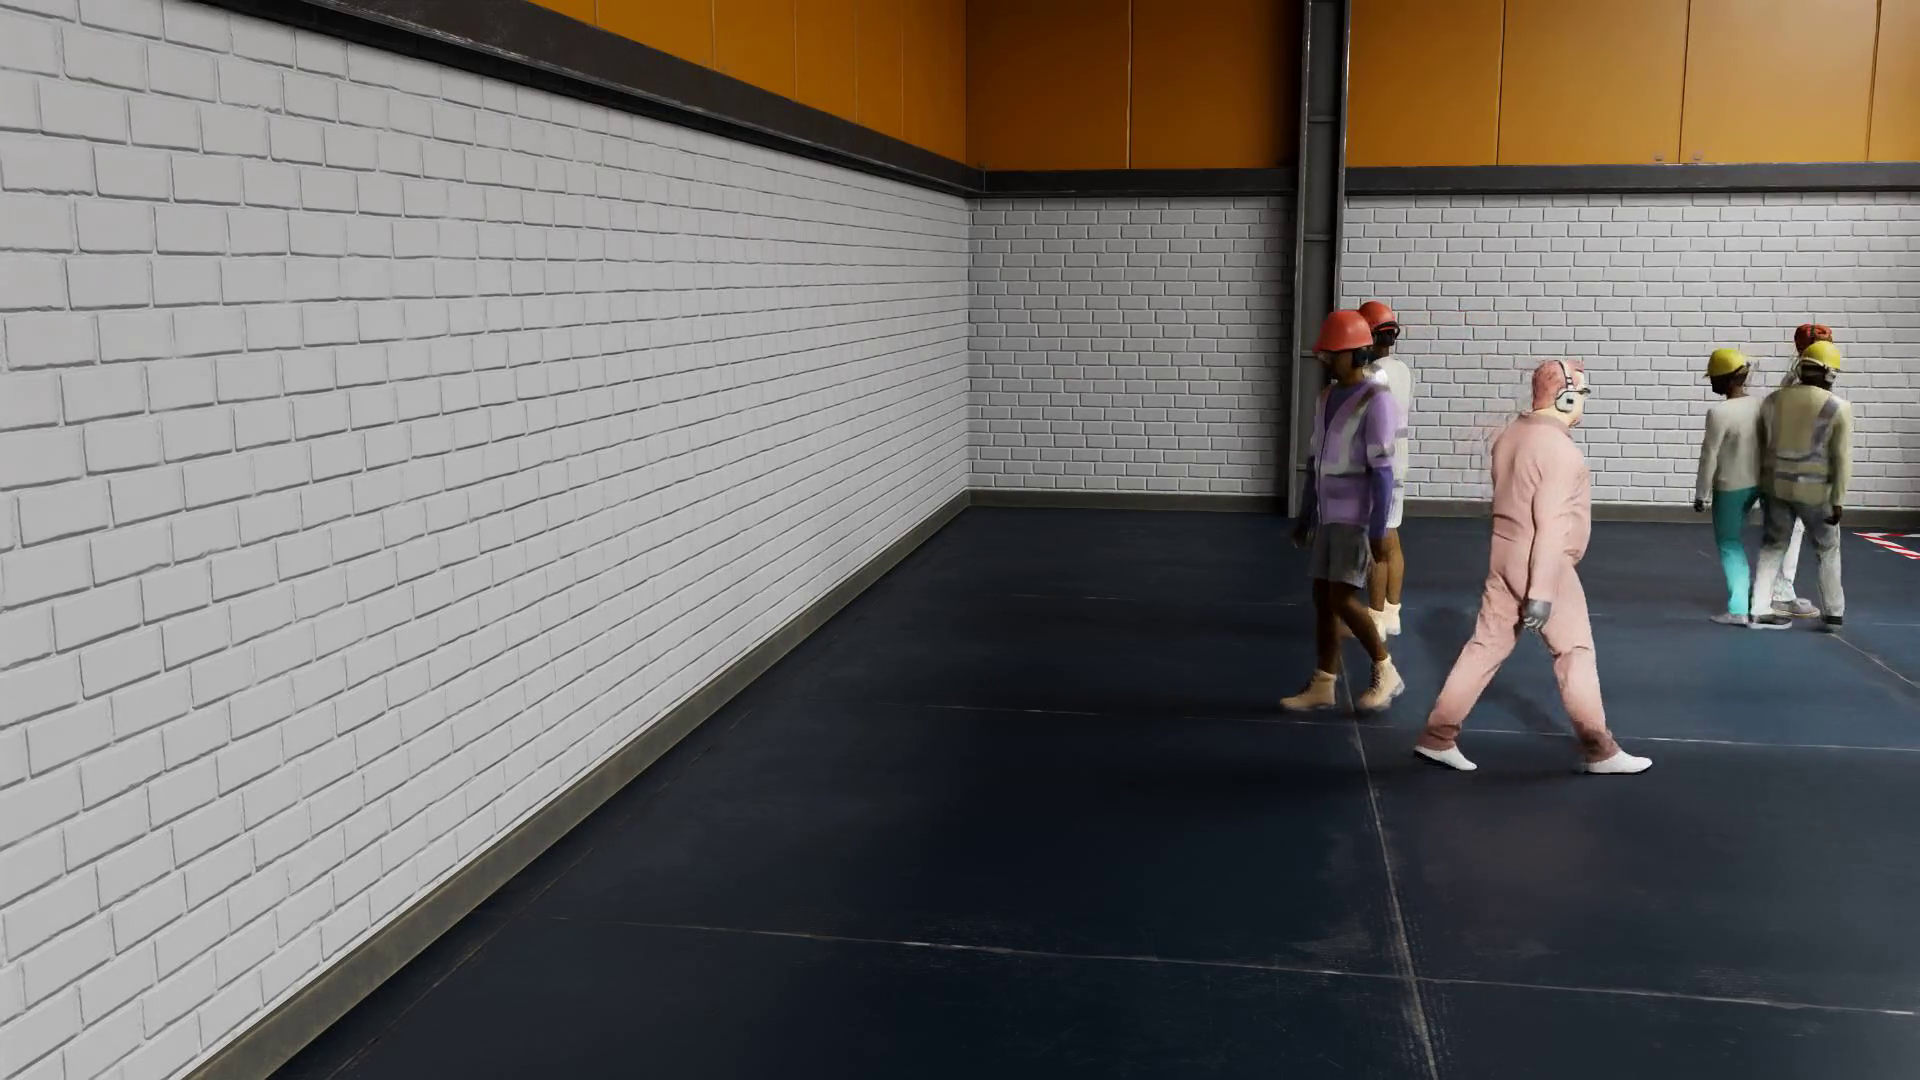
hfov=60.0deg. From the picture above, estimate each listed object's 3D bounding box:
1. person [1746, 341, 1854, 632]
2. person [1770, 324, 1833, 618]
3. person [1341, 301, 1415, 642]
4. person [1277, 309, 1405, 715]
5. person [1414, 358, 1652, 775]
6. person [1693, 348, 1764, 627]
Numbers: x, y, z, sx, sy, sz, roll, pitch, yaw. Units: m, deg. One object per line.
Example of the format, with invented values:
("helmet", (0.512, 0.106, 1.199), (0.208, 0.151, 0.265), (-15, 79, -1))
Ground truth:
("person", (5.215, -0.318, 10.220), (0.540, 1.792, 0.597), (-7, 11, -37))
("person", (5.423, -0.449, 10.756), (0.339, 1.882, 0.584), (3, 10, 20))
("person", (2.484, -0.407, 10.010), (0.395, 2.040, 0.609), (7, 12, 39))
("person", (1.885, -0.120, 8.258), (0.521, 2.035, 0.616), (-2, 9, -15))
("person", (2.503, 0.133, 7.287), (1.034, 1.858, 0.659), (-1, 9, -8))
("person", (4.812, -0.322, 10.384), (0.542, 1.743, 0.425), (-5, 10, -28))
